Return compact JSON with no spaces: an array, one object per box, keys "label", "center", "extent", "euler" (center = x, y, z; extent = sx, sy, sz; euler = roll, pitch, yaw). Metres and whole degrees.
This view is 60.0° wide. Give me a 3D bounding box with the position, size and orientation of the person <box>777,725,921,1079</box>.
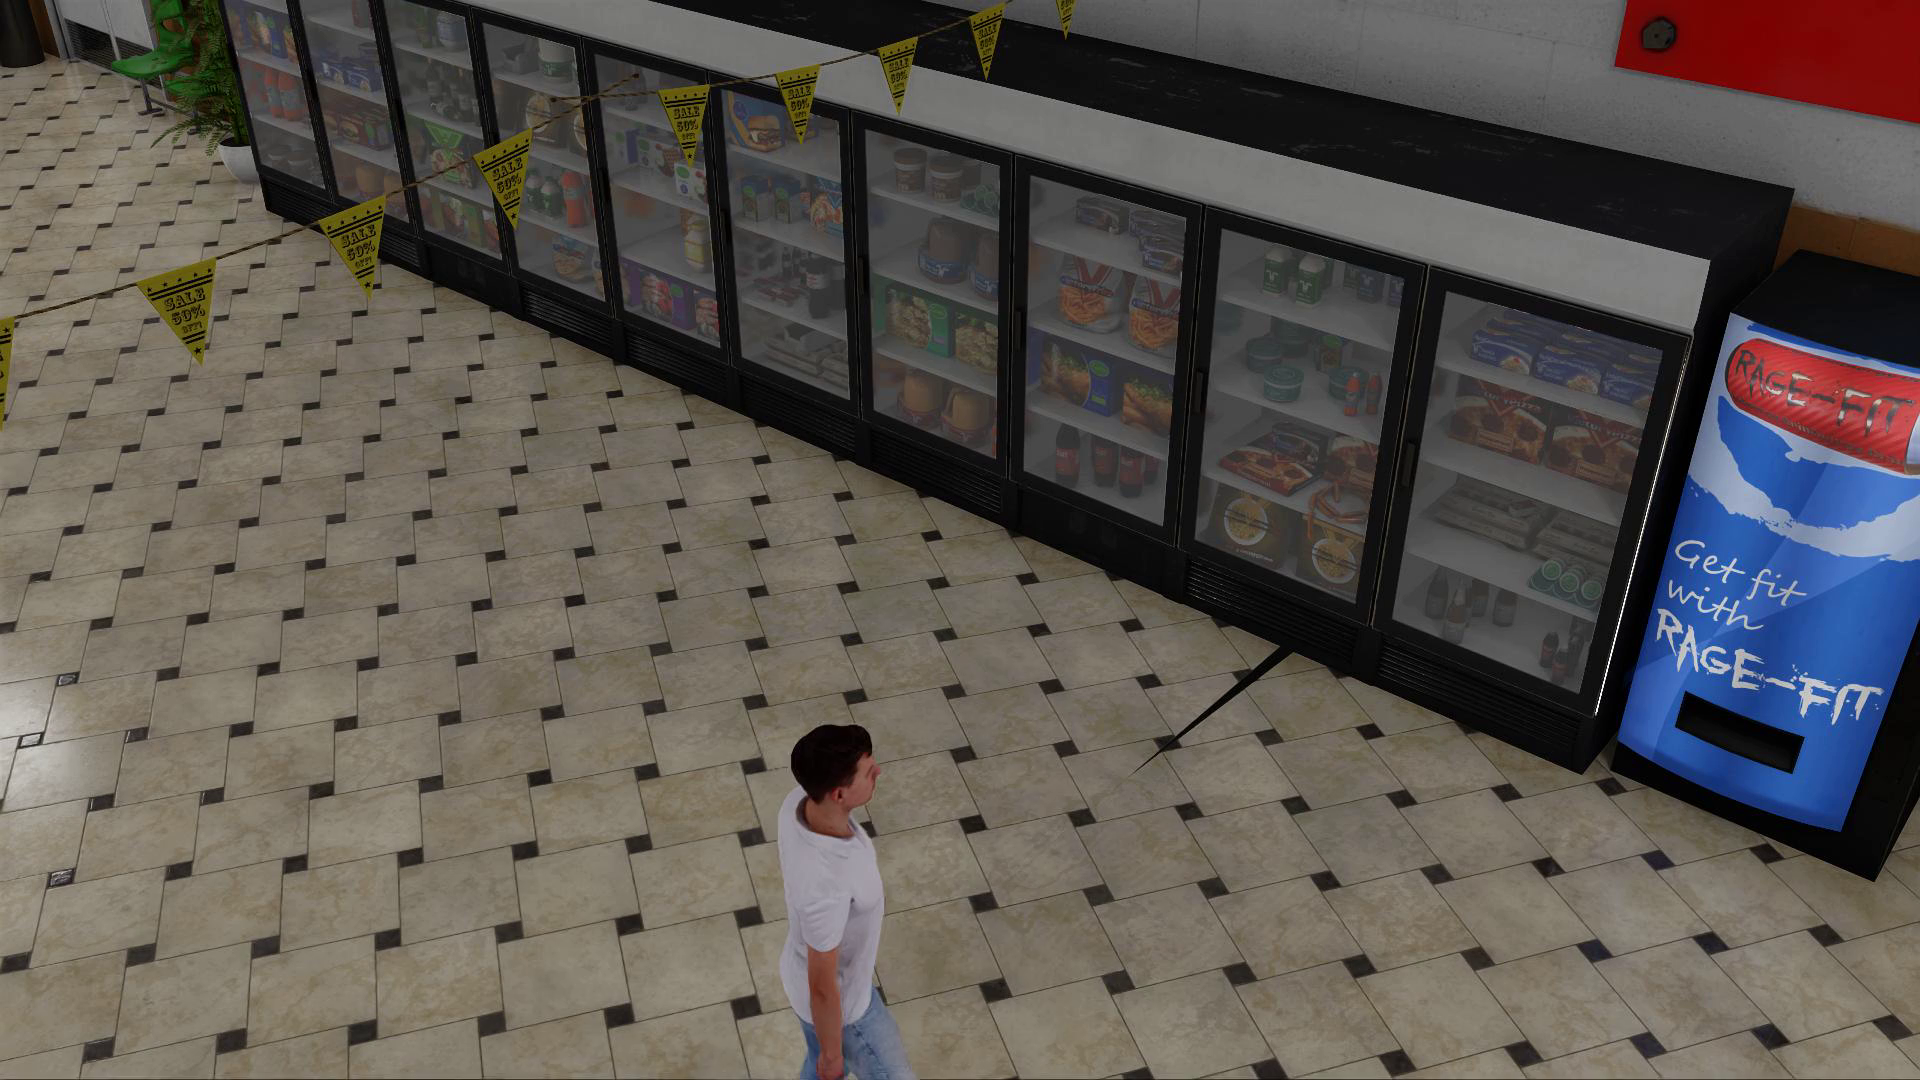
[{"label":"person","center":[-0.451,1.286,4.711],"extent":[0.831,1.837,0.795],"euler":[-9,33,-15]}]
